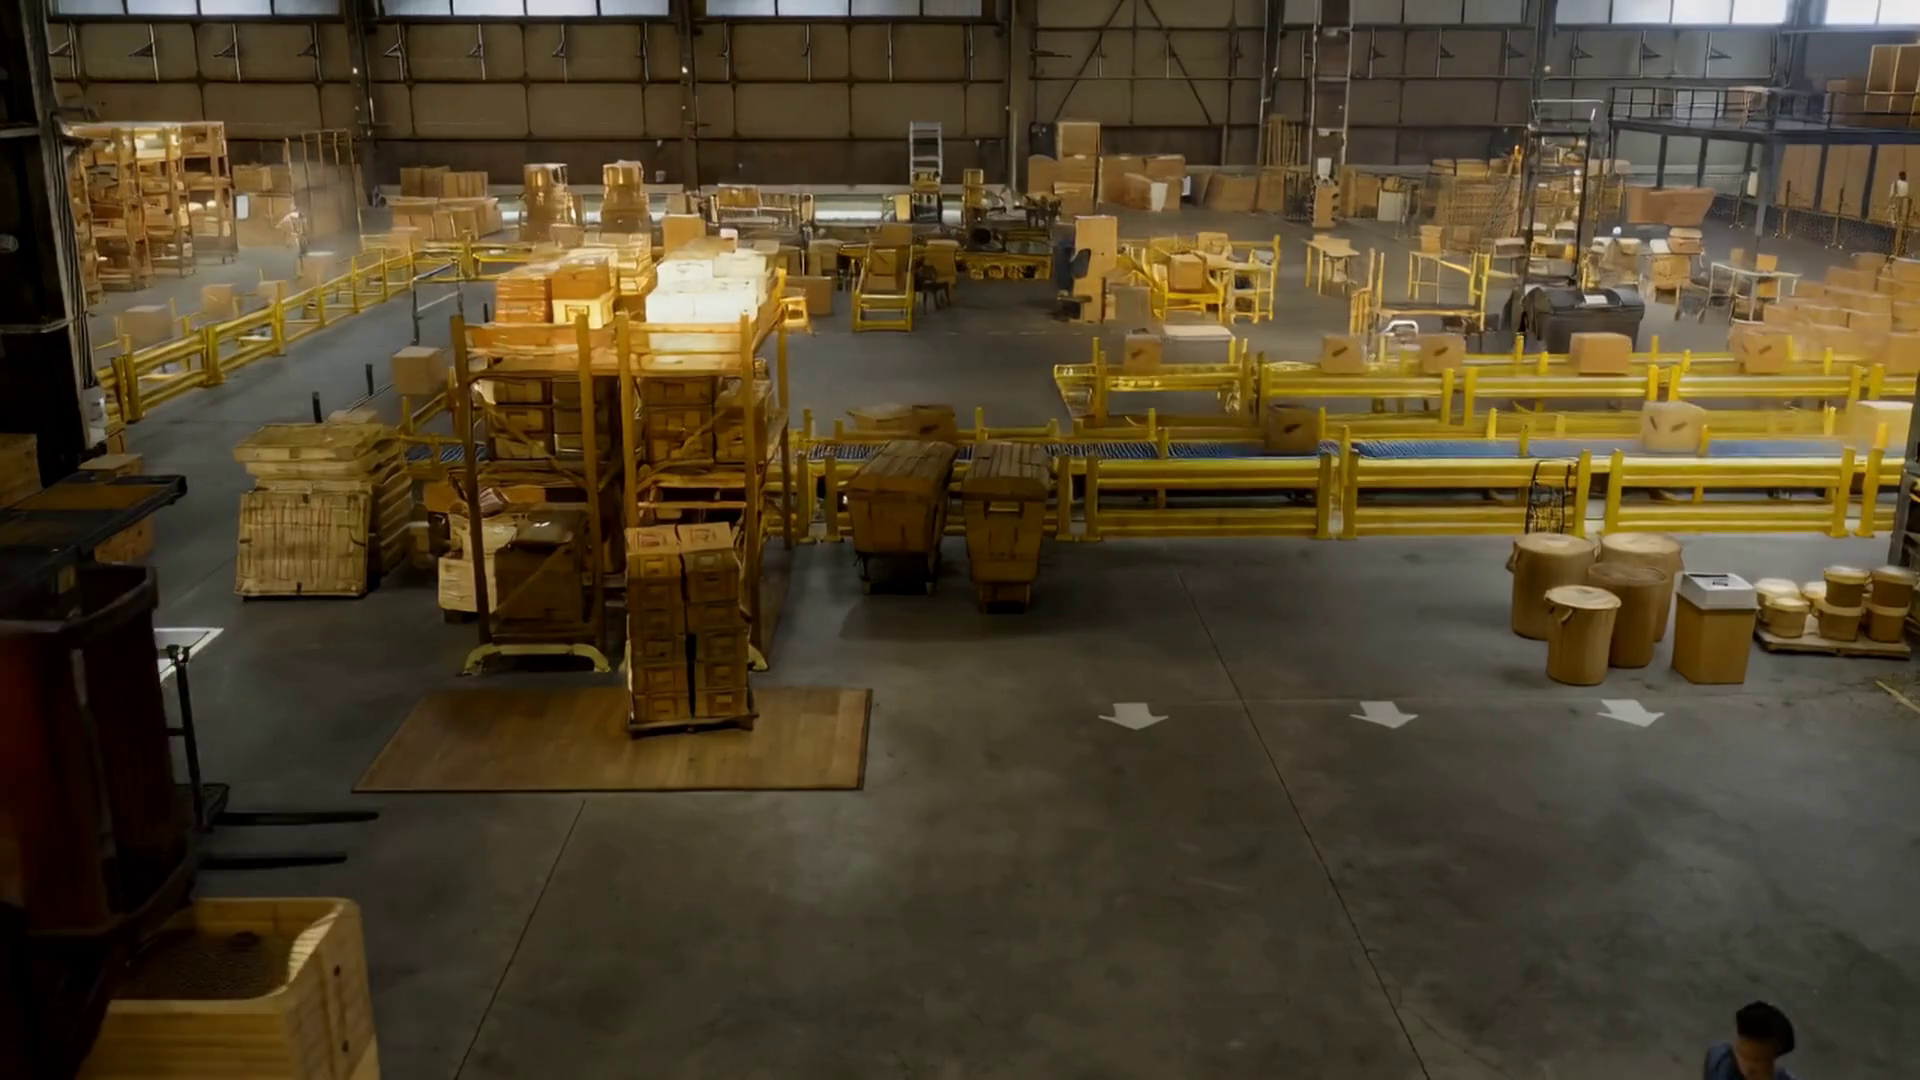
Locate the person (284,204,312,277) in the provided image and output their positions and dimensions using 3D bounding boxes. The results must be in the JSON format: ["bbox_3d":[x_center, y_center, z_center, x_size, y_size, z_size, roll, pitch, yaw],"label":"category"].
[{"bbox_3d":[-15.809,-7.125,39.740,0.629,1.811,0.434,-4,17,-13],"label":"person"}]

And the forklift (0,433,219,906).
[{"bbox_3d":[-5.952,0.780,10.366,1.873,2.768,1.129,0,16,-1],"label":"forklift"}]

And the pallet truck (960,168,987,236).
[{"bbox_3d":[0.383,-10.230,50.206,0.823,1.965,1.885,-1,16,-3],"label":"pallet truck"}]

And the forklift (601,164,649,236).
[{"bbox_3d":[-9.948,-10.127,49.296,1.157,1.987,2.680,-1,16,-3],"label":"forklift"}]

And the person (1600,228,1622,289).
[{"bbox_3d":[13.456,-5.558,34.380,0.524,1.769,0.308,-8,18,-27],"label":"person"}]

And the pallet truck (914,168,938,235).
[{"bbox_3d":[-0.989,-10.316,50.507,0.823,1.965,1.885,1,16,3],"label":"pallet truck"}]

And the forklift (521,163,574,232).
[{"bbox_3d":[-12.233,-10.122,49.298,1.157,1.987,2.680,0,16,-1],"label":"forklift"}]

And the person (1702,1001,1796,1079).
[{"bbox_3d":[2.997,2.524,6.429,0.438,1.678,0.535,-7,17,-23],"label":"person"}]

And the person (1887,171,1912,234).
[{"bbox_3d":[28.427,-10.212,50.379,0.628,1.855,0.707,3,16,11],"label":"person"}]

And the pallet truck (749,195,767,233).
[{"bbox_3d":[-6.051,-9.967,50.660,0.680,1.201,1.601,0,16,-1],"label":"pallet truck"}]

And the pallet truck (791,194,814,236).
[{"bbox_3d":[-4.814,-9.883,50.259,0.704,1.261,1.522,-1,16,-3],"label":"pallet truck"}]

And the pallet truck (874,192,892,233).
[{"bbox_3d":[-2.277,-9.986,50.594,0.653,1.274,1.630,0,16,-1],"label":"pallet truck"}]

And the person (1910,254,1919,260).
[{"bbox_3d":[16.725,-4.123,29.296,0.938,1.811,0.681,7,18,24],"label":"person"}]

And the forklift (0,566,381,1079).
[{"bbox_3d":[-3.863,1.568,7.627,1.873,2.768,1.129,0,16,-1],"label":"forklift"}]
